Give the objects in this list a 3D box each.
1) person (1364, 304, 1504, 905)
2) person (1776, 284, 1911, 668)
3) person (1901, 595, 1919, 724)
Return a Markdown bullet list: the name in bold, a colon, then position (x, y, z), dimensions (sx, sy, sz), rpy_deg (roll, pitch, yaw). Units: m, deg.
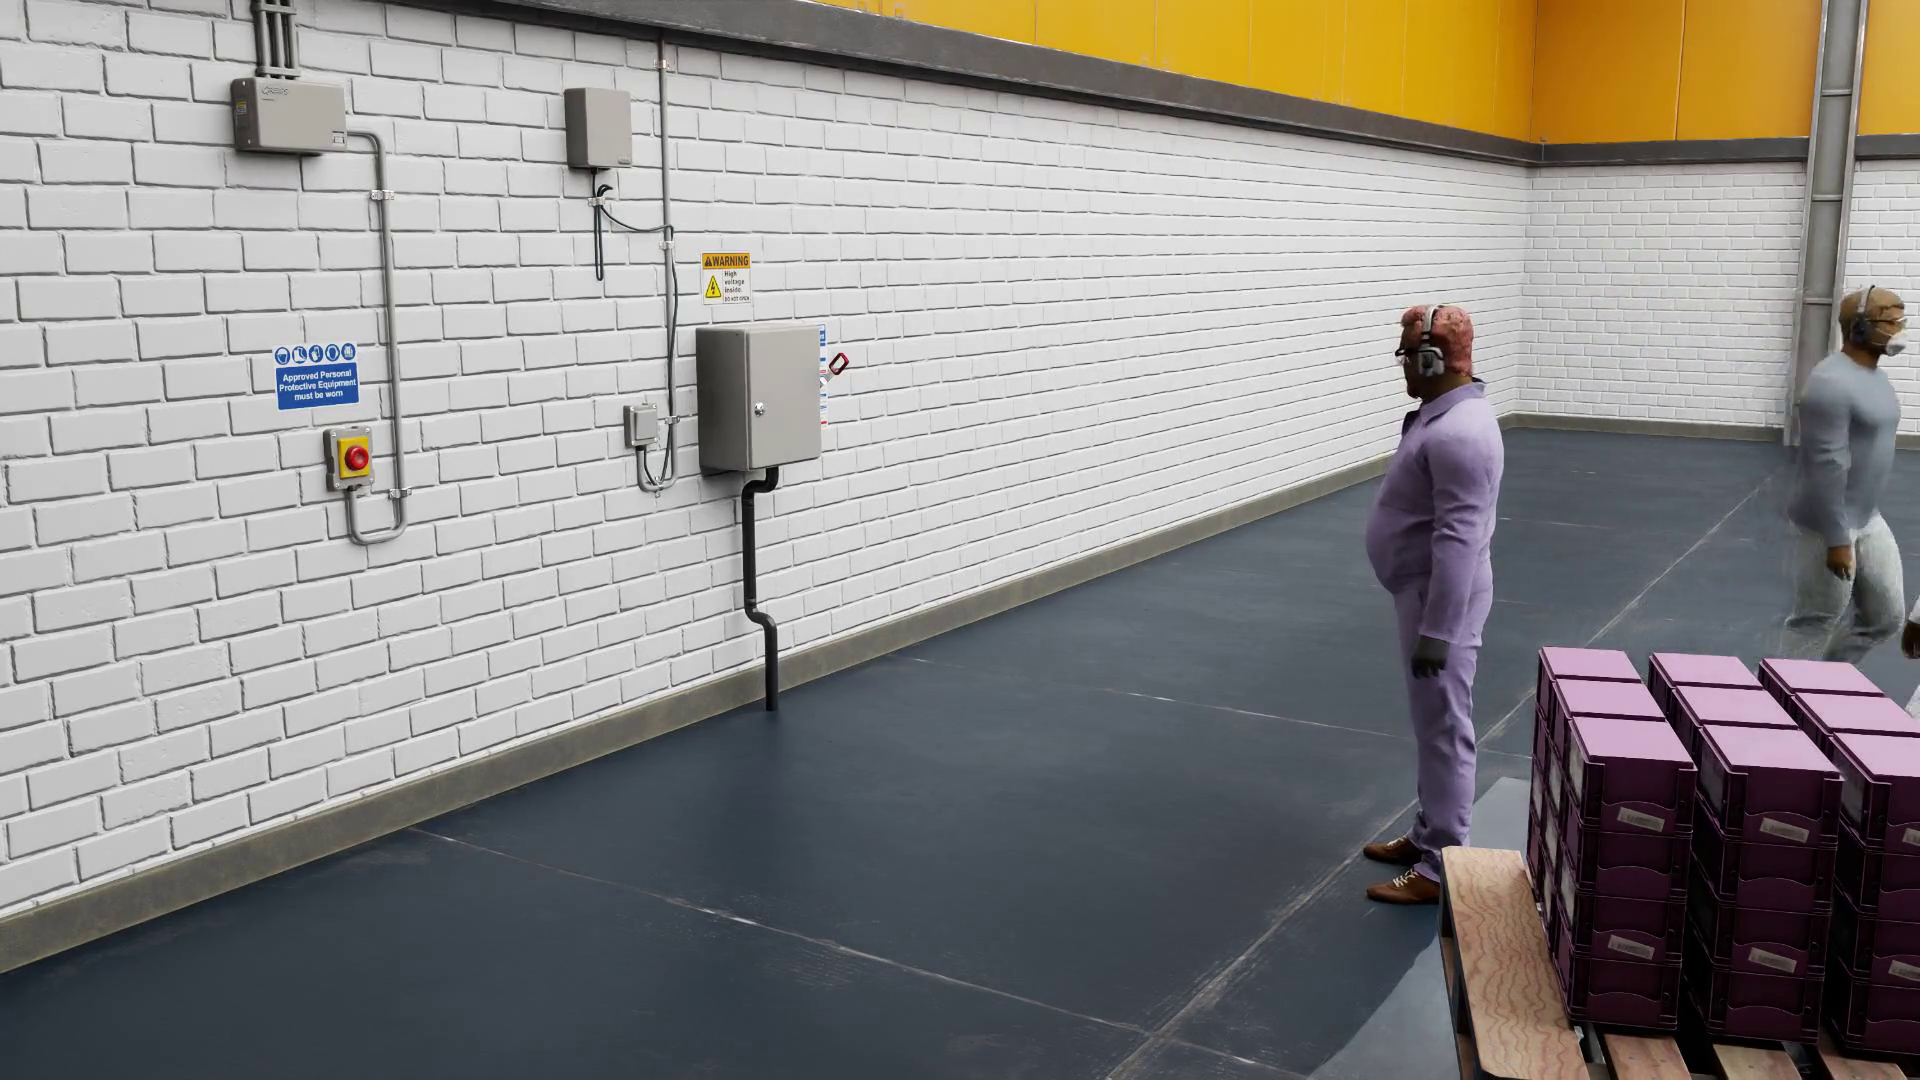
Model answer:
- **person**: position (1.490, 0.209, 5.298), dimensions (0.403, 1.904, 0.637), rpy_deg (3, 11, 15)
- **person**: position (3.519, -0.046, 6.626), dimensions (0.625, 1.925, 0.452), rpy_deg (-9, 13, -40)
- **person**: position (3.041, 0.263, 5.103), dimensions (0.713, 1.862, 0.595), rpy_deg (5, 11, 24)
